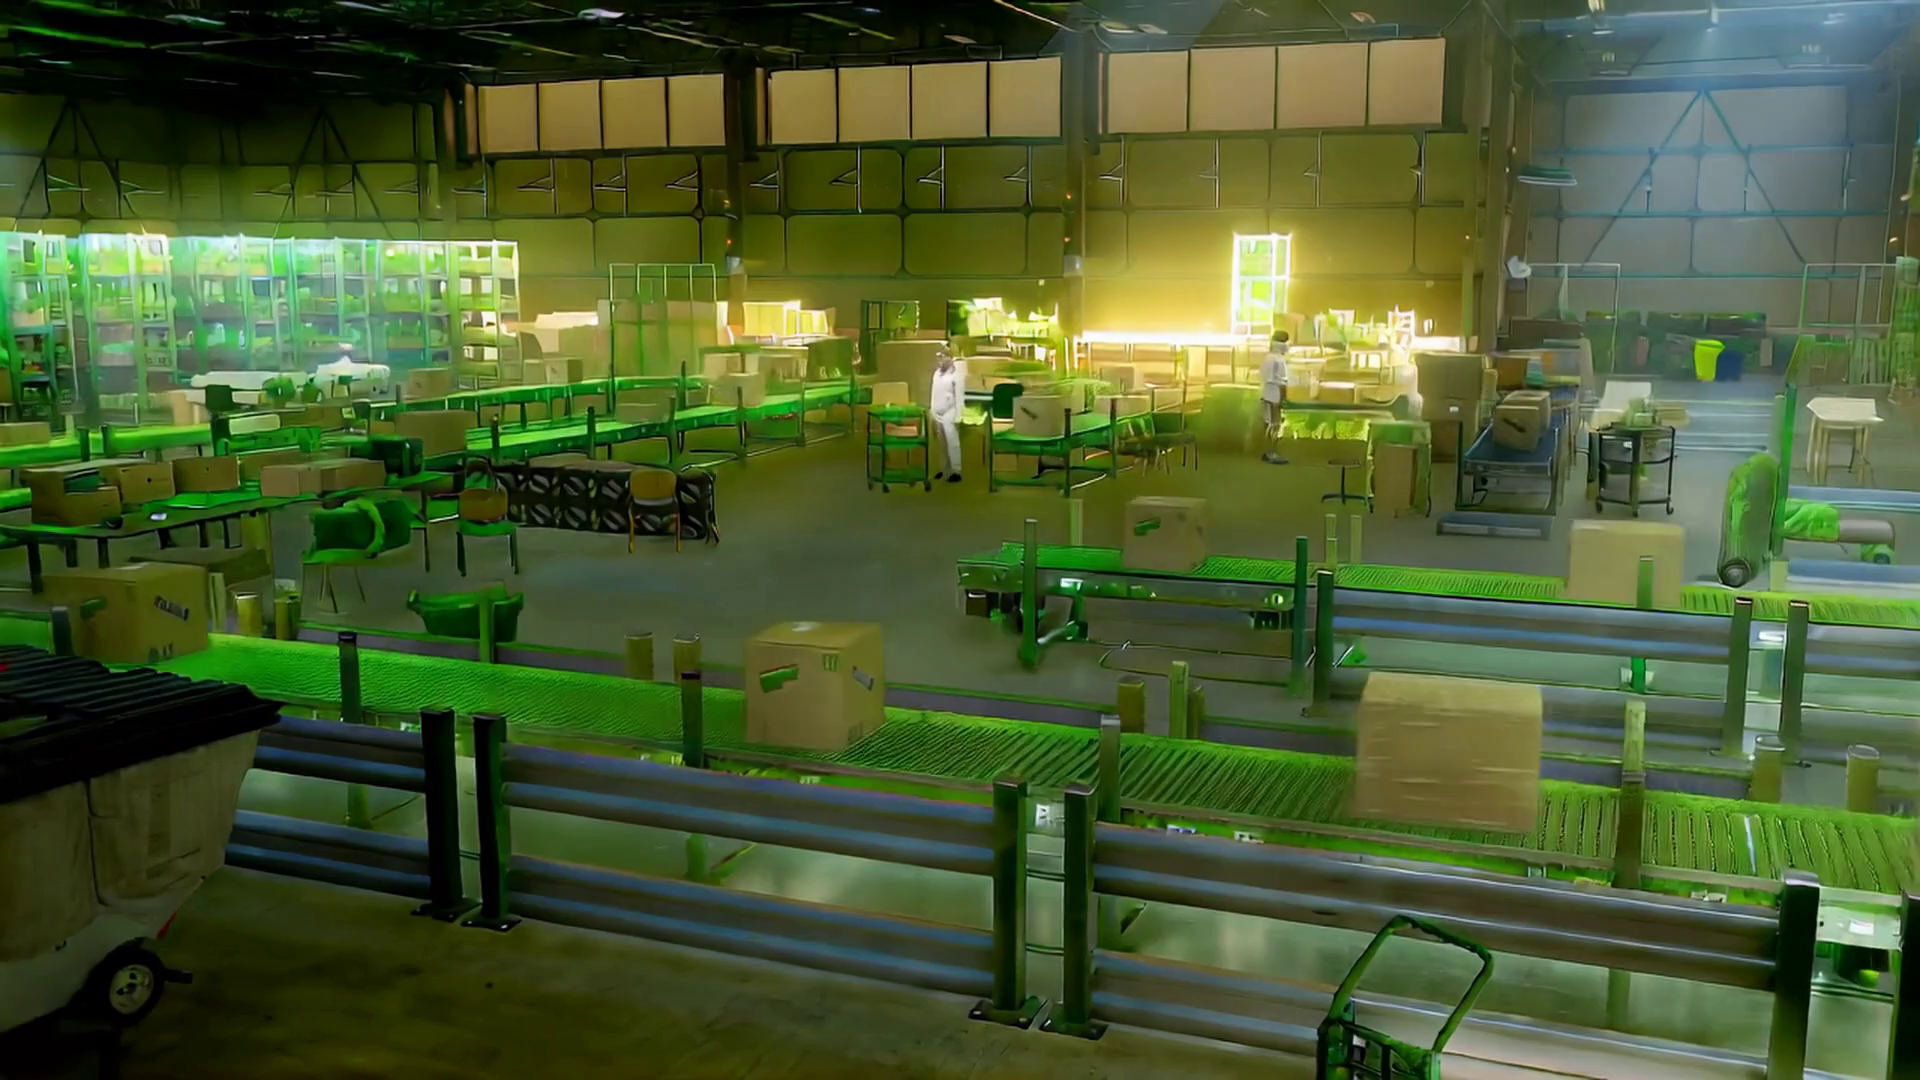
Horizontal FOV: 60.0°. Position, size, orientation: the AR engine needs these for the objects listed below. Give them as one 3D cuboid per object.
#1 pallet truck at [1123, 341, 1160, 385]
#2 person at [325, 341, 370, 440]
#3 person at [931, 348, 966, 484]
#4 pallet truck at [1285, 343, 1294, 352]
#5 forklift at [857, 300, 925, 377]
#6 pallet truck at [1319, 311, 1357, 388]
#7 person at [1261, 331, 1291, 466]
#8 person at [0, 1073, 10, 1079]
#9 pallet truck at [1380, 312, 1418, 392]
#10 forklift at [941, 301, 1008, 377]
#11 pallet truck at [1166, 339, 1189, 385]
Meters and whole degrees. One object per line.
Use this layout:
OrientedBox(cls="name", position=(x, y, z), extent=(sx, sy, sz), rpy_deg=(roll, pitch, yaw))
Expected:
OrientedBox(cls="pallet truck", position=(4.445, -4.380, 41.279), extent=(0.680, 1.201, 1.601), rpy_deg=(4, 10, 22))
OrientedBox(cls="person", position=(-10.575, -2.546, 28.622), extent=(0.524, 1.740, 0.796), rpy_deg=(4, 10, 24))
OrientedBox(cls="person", position=(-0.188, -1.728, 23.202), extent=(0.400, 1.901, 0.650), rpy_deg=(-6, 11, -34))
OrientedBox(cls="pallet truck", position=(7.886, -4.163, 39.743), extent=(0.653, 1.274, 1.630), rpy_deg=(4, 10, 22))
OrientedBox(cls="forklift", position=(-1.732, -5.109, 42.468), extent=(1.157, 1.987, 2.680), rpy_deg=(4, 10, 22))
OrientedBox(cls="pallet truck", position=(9.071, -4.419, 39.190), extent=(0.823, 1.965, 1.885), rpy_deg=(5, 10, 26))
OrientedBox(cls="person", position=(4.800, -2.140, 25.230), extent=(0.361, 2.047, 0.614), rpy_deg=(-4, 10, -21))
OrientedBox(cls="person", position=(-2.237, 1.645, 3.580), extent=(0.533, 1.623, 0.322), rpy_deg=(-1, 9, -4))
OrientedBox(cls="pallet truck", position=(10.207, -4.283, 38.369), extent=(0.823, 1.965, 1.885), rpy_deg=(3, 10, 20))
OrientedBox(cls="forklift", position=(0.365, -4.966, 41.571), extent=(1.157, 1.987, 2.680), rpy_deg=(3, 10, 20))
OrientedBox(cls="pallet truck", position=(5.418, -4.269, 40.420), extent=(0.704, 1.261, 1.522), rpy_deg=(3, 10, 20))
